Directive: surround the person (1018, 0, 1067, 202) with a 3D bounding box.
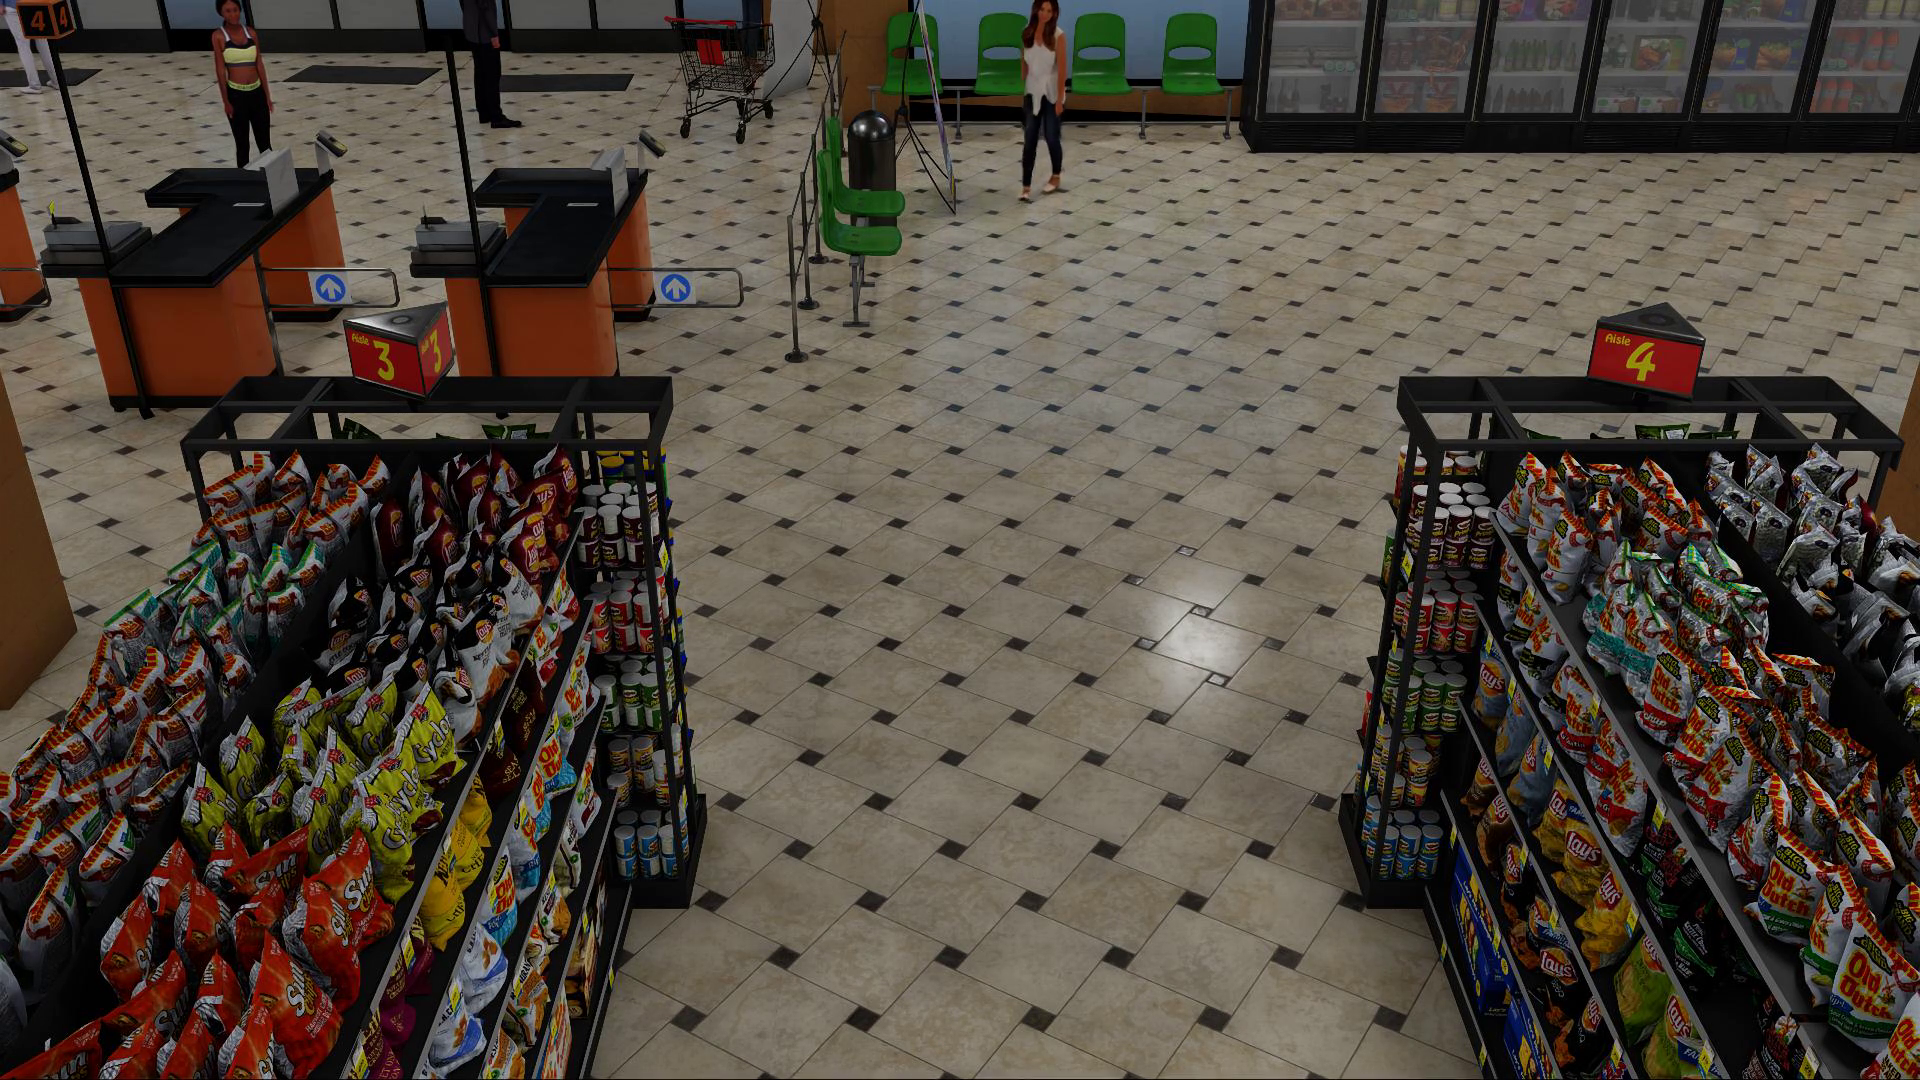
[{"bbox_3d":[0.743,-3.779,14.149,0.883,1.744,1.114,16,32,26],"label":"person"}]

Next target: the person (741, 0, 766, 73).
[{"bbox_3d":[-2.319,-6.106,18.363,0.736,1.791,0.621,-15,32,-26],"label":"person"}]

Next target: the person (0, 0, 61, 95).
[{"bbox_3d":[-9.853,-5.652,17.430,0.804,1.888,0.701,17,33,28],"label":"person"}]

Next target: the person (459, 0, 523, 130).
[{"bbox_3d":[-4.667,-4.986,16.259,0.860,1.842,0.773,-21,35,-33],"label":"person"}]

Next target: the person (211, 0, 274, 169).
[{"bbox_3d":[-6.011,-3.699,13.992,0.639,1.755,0.693,-24,37,-37],"label":"person"}]
